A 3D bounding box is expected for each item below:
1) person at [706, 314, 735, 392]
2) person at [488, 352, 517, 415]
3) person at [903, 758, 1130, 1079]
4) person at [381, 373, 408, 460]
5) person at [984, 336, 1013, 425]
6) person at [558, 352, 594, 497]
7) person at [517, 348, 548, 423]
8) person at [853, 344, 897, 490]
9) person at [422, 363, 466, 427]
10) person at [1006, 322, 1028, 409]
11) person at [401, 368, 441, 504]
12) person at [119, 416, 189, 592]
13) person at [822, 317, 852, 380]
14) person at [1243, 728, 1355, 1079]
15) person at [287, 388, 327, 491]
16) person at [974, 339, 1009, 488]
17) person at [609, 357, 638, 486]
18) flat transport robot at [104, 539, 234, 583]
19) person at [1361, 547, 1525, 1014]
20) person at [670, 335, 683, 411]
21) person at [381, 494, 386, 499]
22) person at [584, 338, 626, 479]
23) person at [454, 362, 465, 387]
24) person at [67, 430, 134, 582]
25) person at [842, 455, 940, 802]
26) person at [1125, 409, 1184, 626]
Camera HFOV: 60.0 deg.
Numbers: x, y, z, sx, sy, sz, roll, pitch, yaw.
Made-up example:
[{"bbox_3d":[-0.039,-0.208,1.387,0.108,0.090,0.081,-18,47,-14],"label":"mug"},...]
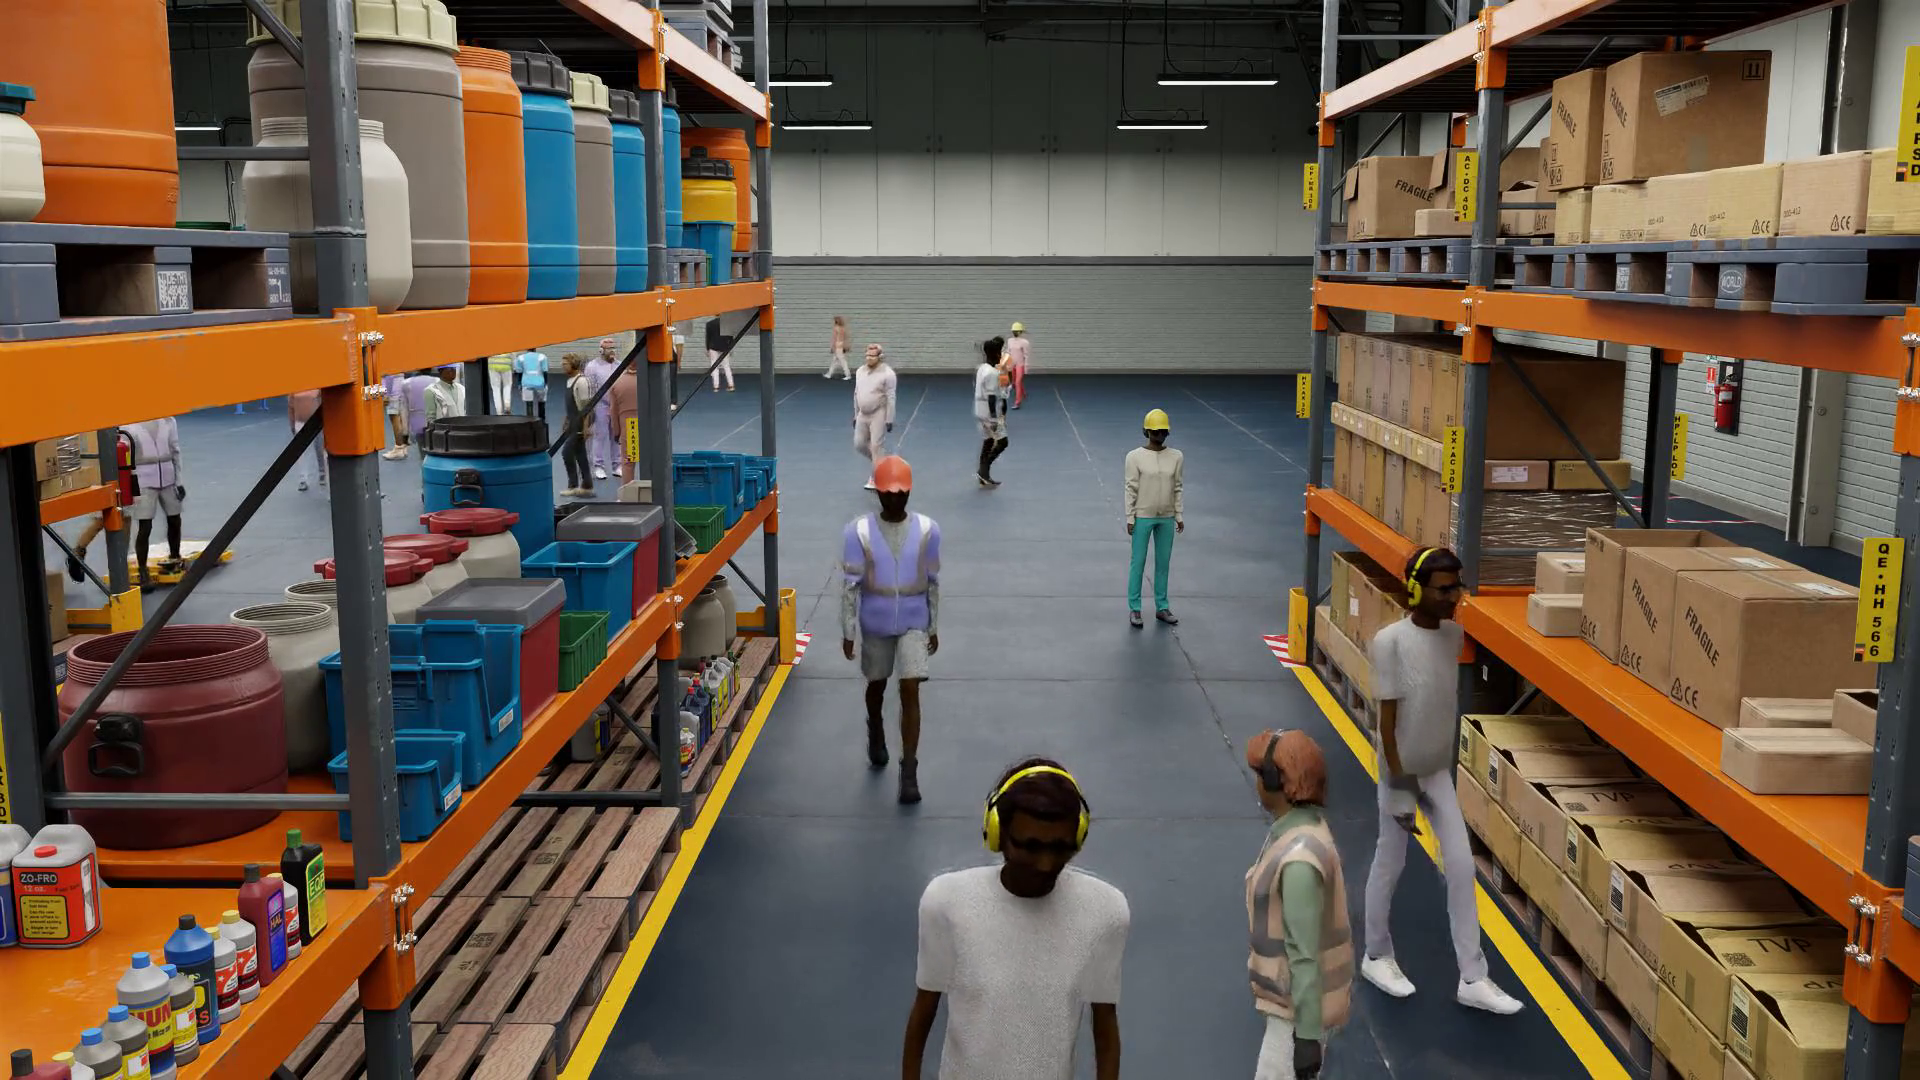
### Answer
[{"bbox_3d":[-5.488,-4.386,38.183,0.703,1.964,0.428,-3,10,-18],"label":"person"},{"bbox_3d":[-8.909,-3.311,32.122,0.661,1.821,0.594,-3,10,-16],"label":"person"},{"bbox_3d":[0.116,1.392,3.936,0.551,1.840,0.492,-2,10,-9],"label":"person"},{"bbox_3d":[-8.573,-2.242,25.064,0.388,2.045,0.605,0,9,-1],"label":"person"},{"bbox_3d":[0.688,-2.790,29.502,0.531,1.667,0.826,1,10,9],"label":"person"},{"bbox_3d":[-4.905,-1.437,20.894,0.643,1.821,0.534,-5,11,-27],"label":"person"},{"bbox_3d":[-7.377,-2.673,28.797,0.543,1.640,0.910,-1,10,-6],"label":"person"},{"bbox_3d":[-1.121,-1.620,21.765,0.672,1.892,0.497,7,11,34],"label":"person"},{"bbox_3d":[-5.710,-1.113,18.583,0.380,1.951,0.605,5,11,27],"label":"person"},{"bbox_3d":[1.192,-3.539,33.681,0.537,1.753,0.530,8,12,39],"label":"person"},{"bbox_3d":[-6.551,-1.391,20.445,0.600,1.892,0.932,0,9,-3],"label":"person"},{"bbox_3d":[-7.333,-0.518,15.142,0.574,1.910,0.746,7,12,38],"label":"person"},{"bbox_3d":[-3.090,-4.825,41.870,0.853,1.588,0.533,3,10,18],"label":"person"},{"bbox_3d":[0.970,1.347,4.826,0.348,1.616,0.602,2,10,11],"label":"person"},{"bbox_3d":[-8.550,-1.552,21.861,0.524,1.728,0.872,-2,10,-12],"label":"person"},{"bbox_3d":[0.413,-1.648,21.771,0.418,1.949,0.645,-2,10,-13],"label":"person"},{"bbox_3d":[-3.835,-1.307,19.876,0.651,1.907,0.409,1,10,6],"label":"person"},{"bbox_3d":[-7.555,0.188,15.934,0.652,0.197,1.431,-1,9,-3],"label":"flat transport robot"},{"bbox_3d":[1.875,0.959,6.513,0.525,1.844,0.783,-5,11,-28],"label":"person"},{"bbox_3d":[-5.899,-3.590,33.275,0.691,2.000,0.535,2,10,13],"label":"person"},{"bbox_3d":[-7.438,-1.241,20.374,0.799,1.605,0.531,5,11,27],"label":"person"},{"bbox_3d":[-4.820,-1.808,22.861,0.640,1.913,0.409,-9,13,-44],"label":"person"},{"bbox_3d":[-10.593,-3.862,35.273,0.646,1.875,1.030,-4,10,-21],"label":"person"},{"bbox_3d":[-7.837,-0.529,15.233,0.580,1.903,0.761,2,10,13],"label":"person"},{"bbox_3d":[-0.393,0.443,9.436,0.558,1.904,0.954,-1,10,-8],"label":"person"},{"bbox_3d":[1.592,-0.187,13.589,0.528,1.768,0.313,-4,10,-20],"label":"person"}]
